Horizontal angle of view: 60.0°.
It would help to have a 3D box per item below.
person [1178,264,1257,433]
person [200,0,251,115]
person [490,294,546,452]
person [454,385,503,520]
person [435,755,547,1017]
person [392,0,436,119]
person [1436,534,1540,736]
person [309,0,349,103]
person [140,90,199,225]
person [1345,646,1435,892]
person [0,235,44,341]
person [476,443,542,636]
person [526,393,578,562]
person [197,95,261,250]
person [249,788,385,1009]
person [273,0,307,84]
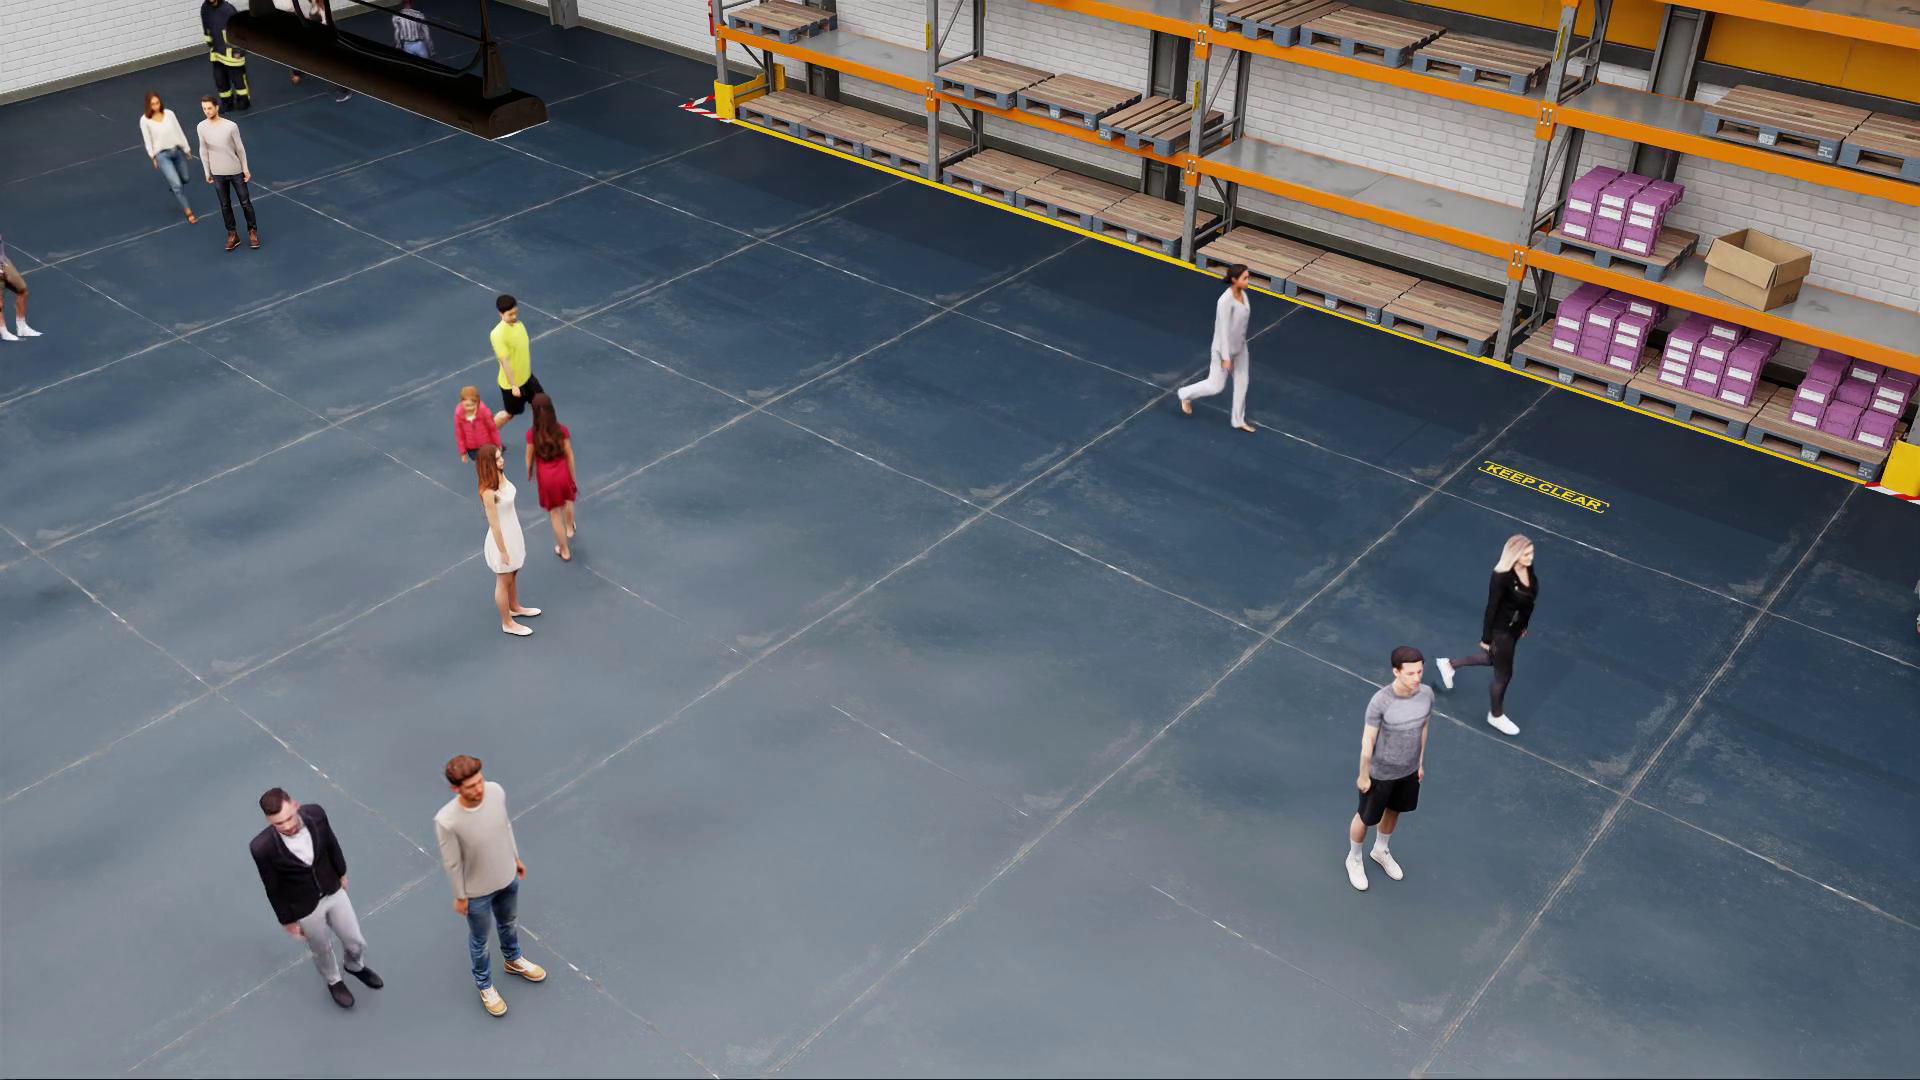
[{"bbox_3d":[2.539,-1.880,16.168,1.036,1.709,0.624,25,41,32],"label":"person"},{"bbox_3d":[-10.467,-7.101,23.859,0.936,1.892,1.025,8,34,11],"label":"person"},{"bbox_3d":[-4.278,-1.544,15.699,1.156,1.671,0.919,7,34,11],"label":"person"},{"bbox_3d":[-4.325,-0.874,15.046,0.864,1.277,0.891,-1,34,-2],"label":"person"},{"bbox_3d":[-2.879,2.042,10.093,0.580,1.903,0.657,22,40,30],"label":"person"},{"bbox_3d":[-7.710,-6.819,23.564,1.121,1.748,1.215,-5,34,-7],"label":"person"},{"bbox_3d":[3.980,0.634,12.427,0.660,1.665,1.024,-28,43,-35],"label":"person"},{"bbox_3d":[-9.220,-7.277,24.288,0.869,1.711,0.601,-17,37,-24],"label":"person"},{"bbox_3d":[-9.788,-4.766,20.560,0.990,1.654,0.734,28,43,35],"label":"person"},{"bbox_3d":[2.838,1.472,10.979,0.740,1.871,0.736,-12,35,-17],"label":"person"},{"bbox_3d":[-10.433,-2.927,17.794,0.832,1.832,0.778,5,34,8],"label":"person"},{"bbox_3d":[-3.675,-0.026,13.378,0.690,1.712,0.651,2,34,3],"label":"person"},{"bbox_3d":[-3.476,-0.508,14.265,0.751,1.531,0.897,-15,36,-21],"label":"person"},{"bbox_3d":[-8.720,-4.389,19.802,0.745,1.867,0.781,-6,34,-9],"label":"person"},{"bbox_3d":[-3.973,2.129,10.042,0.629,1.815,0.666,25,41,32],"label":"person"},{"bbox_3d":[-10.117,-7.909,25.137,0.937,1.822,0.960,11,35,16],"label":"person"}]
